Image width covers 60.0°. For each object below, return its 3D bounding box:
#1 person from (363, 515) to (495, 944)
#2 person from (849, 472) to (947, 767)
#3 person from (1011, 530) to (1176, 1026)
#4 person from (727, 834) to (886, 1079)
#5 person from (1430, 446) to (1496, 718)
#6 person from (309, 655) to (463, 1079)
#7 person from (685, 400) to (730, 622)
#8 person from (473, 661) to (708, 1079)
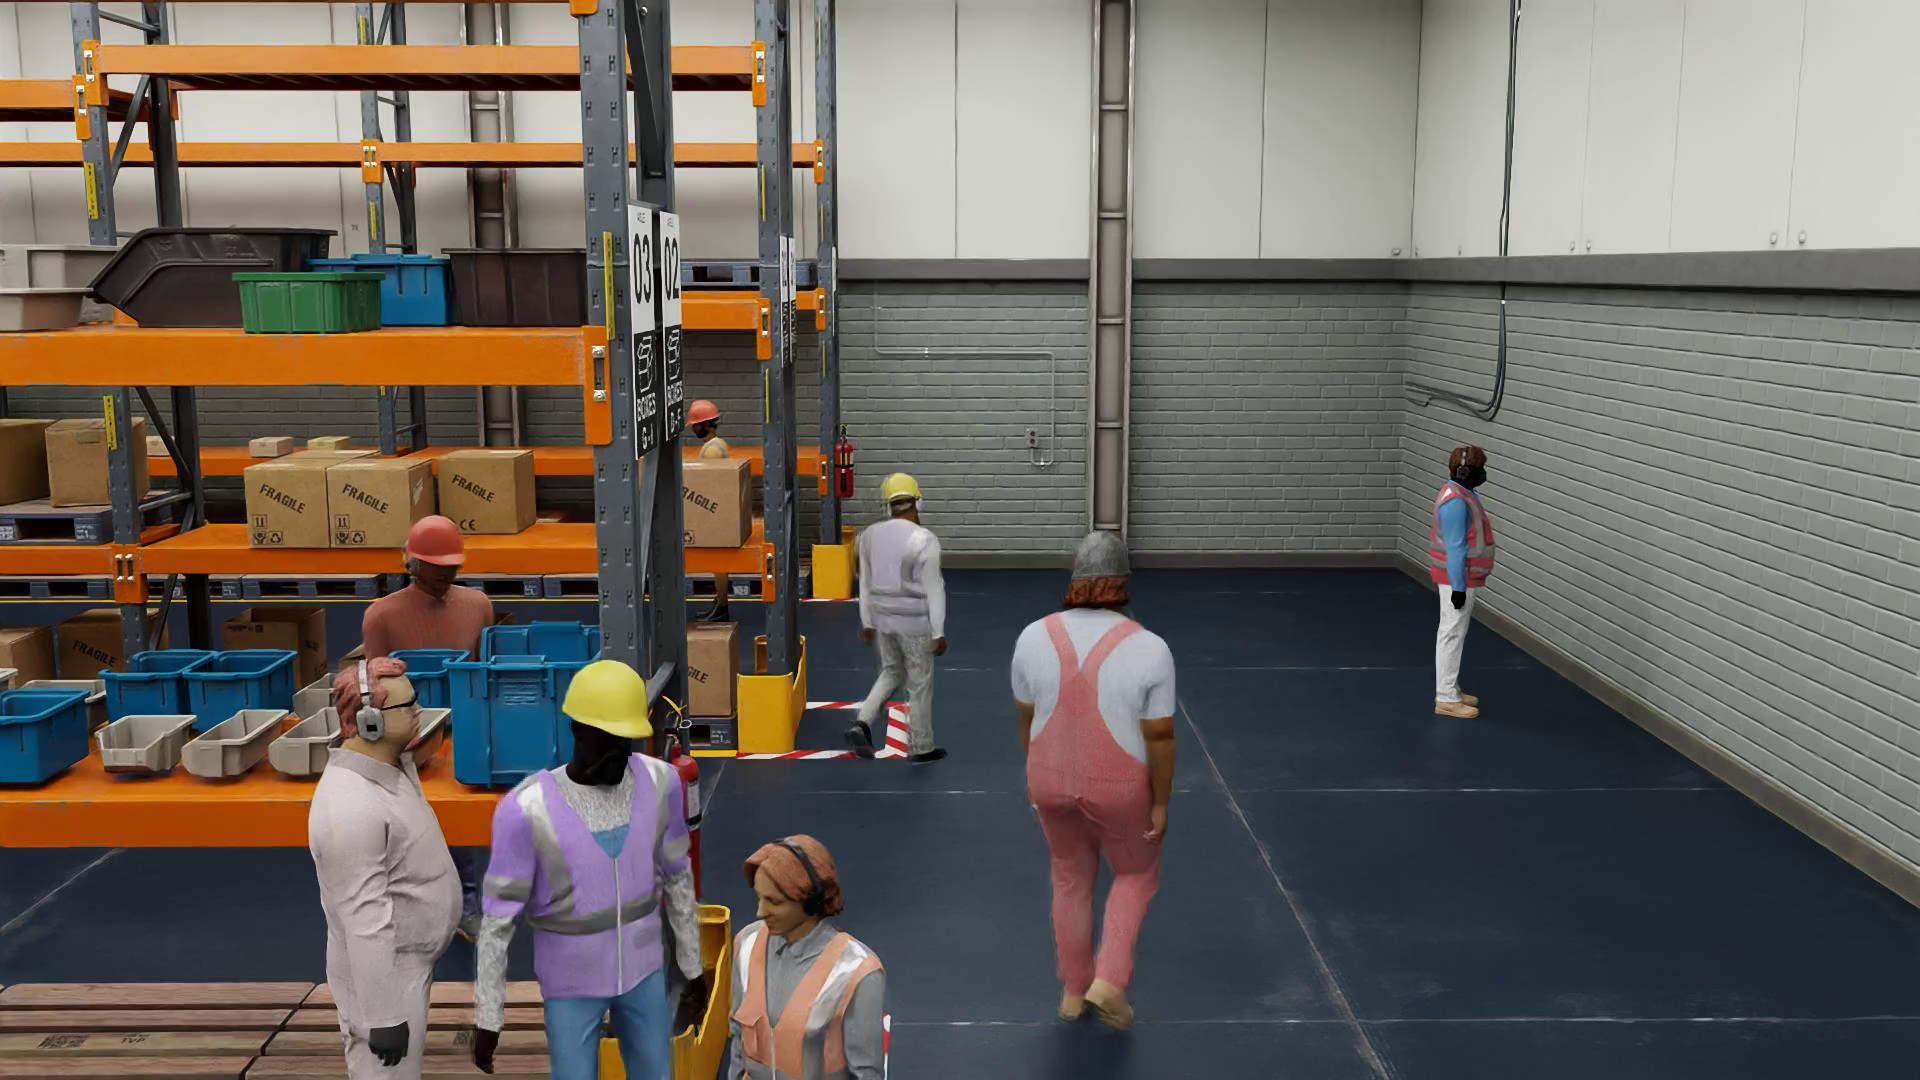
[{"bbox_3d":[-2.294,0.866,7.332,0.604,1.978,0.432,-8,12,-40],"label":"person"},{"bbox_3d":[-0.373,0.503,10.045,0.601,1.812,0.594,8,12,41],"label":"person"},{"bbox_3d":[0.558,0.938,6.673,0.689,2.000,0.550,4,10,25],"label":"person"},{"bbox_3d":[-0.389,1.537,4.256,0.525,1.631,0.320,7,12,38],"label":"person"},{"bbox_3d":[3.424,0.274,11.353,0.429,1.842,0.636,3,10,18],"label":"person"},{"bbox_3d":[-1.681,1.284,4.947,0.409,1.913,0.642,-3,10,-16],"label":"person"},{"bbox_3d":[-2.132,-0.226,14.158,0.372,1.928,0.543,-1,9,-5],"label":"person"},{"bbox_3d":[-1.100,1.287,4.930,0.715,1.916,0.495,-7,11,-35],"label":"person"}]
